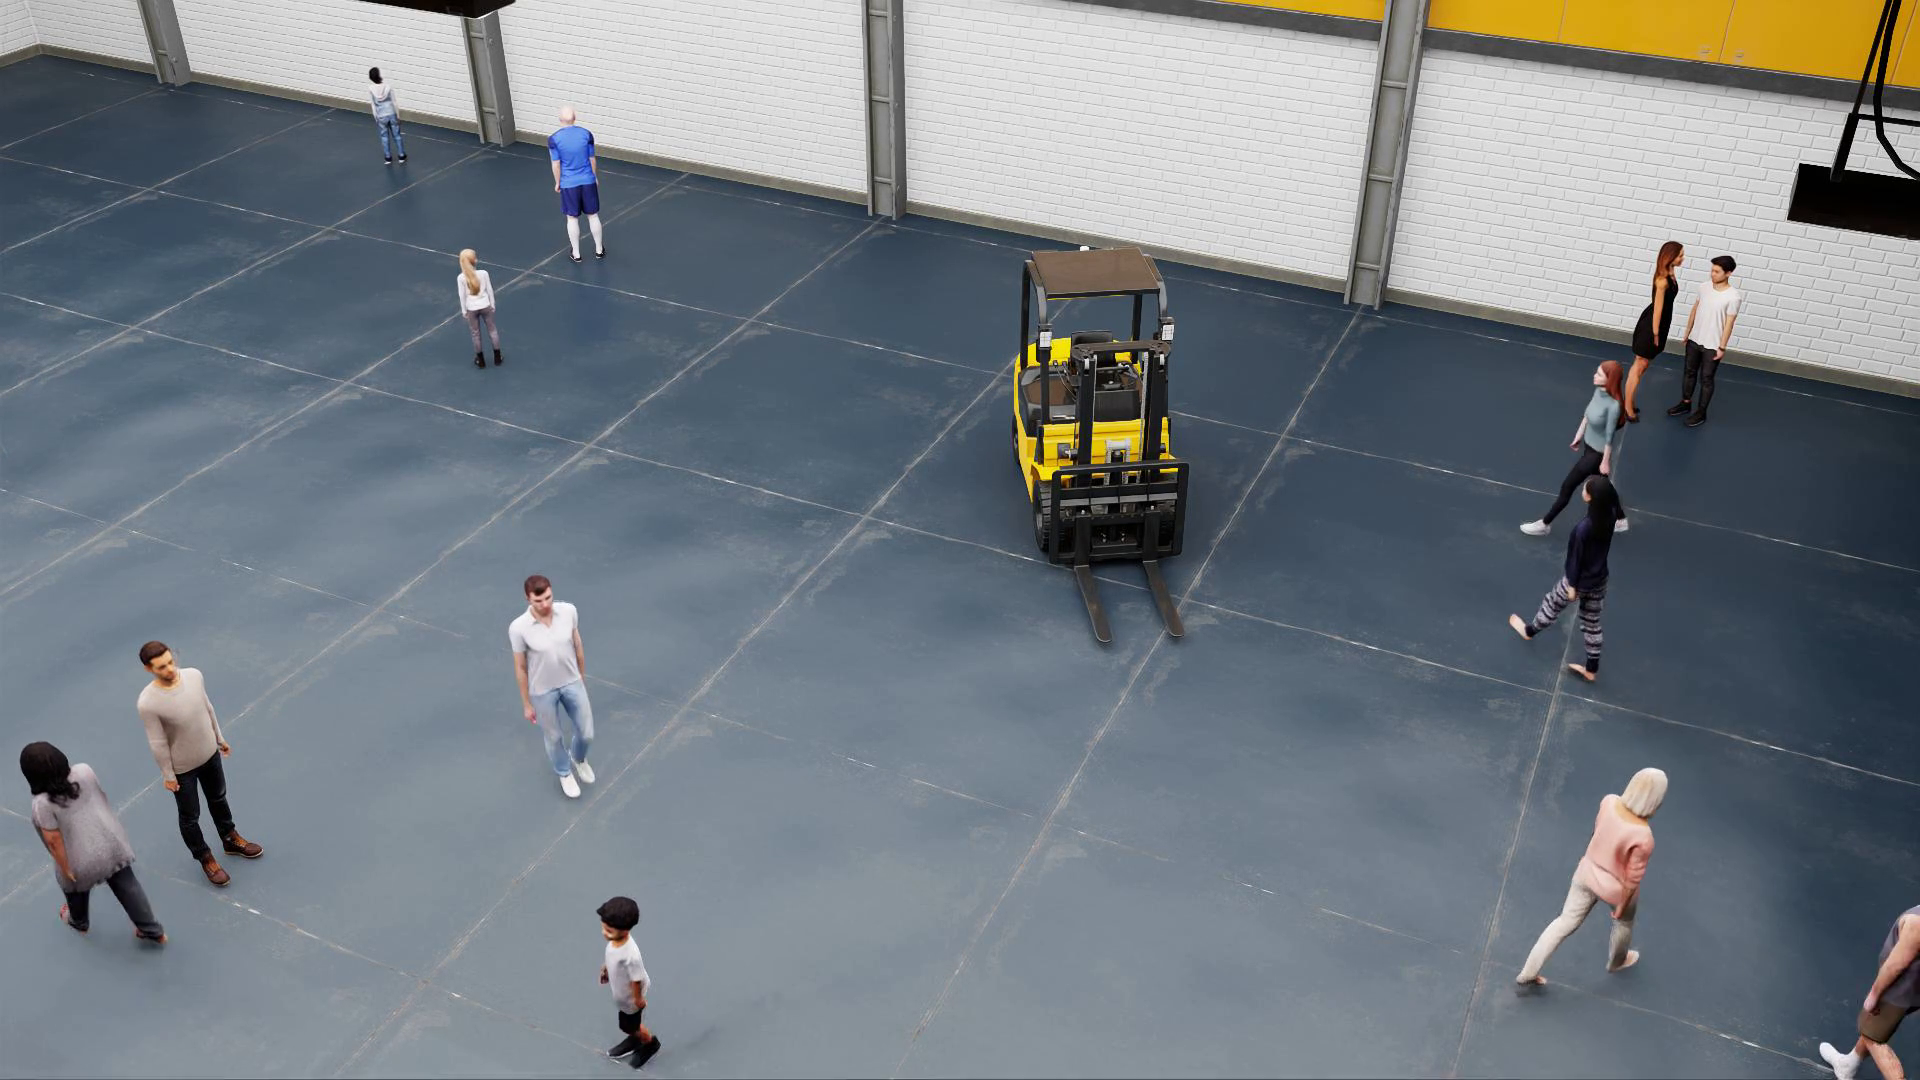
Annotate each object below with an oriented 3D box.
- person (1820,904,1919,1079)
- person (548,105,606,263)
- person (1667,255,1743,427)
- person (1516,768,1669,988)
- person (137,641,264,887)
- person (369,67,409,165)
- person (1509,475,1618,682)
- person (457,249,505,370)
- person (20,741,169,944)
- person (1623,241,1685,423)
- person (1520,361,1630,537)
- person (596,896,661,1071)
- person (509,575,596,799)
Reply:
[{"bbox_3d":[5.289,2.527,9.196,1.100,1.818,1.151,-12,36,-18],"label":"person"},{"bbox_3d":[-4.405,-4.111,19.139,0.749,1.844,0.804,-12,35,-18],"label":"person"},{"bbox_3d":[7.204,-1.939,15.986,0.772,1.715,0.683,-16,37,-22],"label":"person"},{"bbox_3d":[3.809,2.073,9.978,1.111,1.685,1.122,-14,36,-20],"label":"person"},{"bbox_3d":[-5.001,1.408,10.813,0.549,1.868,0.636,15,36,21],"label":"person"},{"bbox_3d":[-7.561,-5.599,21.905,0.551,1.259,0.622,-7,34,-10],"label":"person"},{"bbox_3d":[4.812,0.327,12.601,0.985,1.689,1.142,-18,38,-25],"label":"person"},{"bbox_3d":[-4.928,-2.374,17.035,0.577,1.279,0.638,-11,35,-16],"label":"person"},{"bbox_3d":[-5.359,1.923,10.305,1.026,1.572,0.654,17,37,24],"label":"person"},{"bbox_3d":[6.644,-2.006,15.979,0.520,1.834,0.585,16,37,22],"label":"person"},{"bbox_3d":[5.494,-0.724,14.175,1.241,1.697,0.900,2,34,4],"label":"person"},{"bbox_3d":[-1.888,2.536,9.672,0.663,1.253,0.593,-17,37,-24],"label":"person"},{"bbox_3d":[-2.831,0.973,11.496,0.784,1.837,0.820,-18,38,-26],"label":"person"}]
